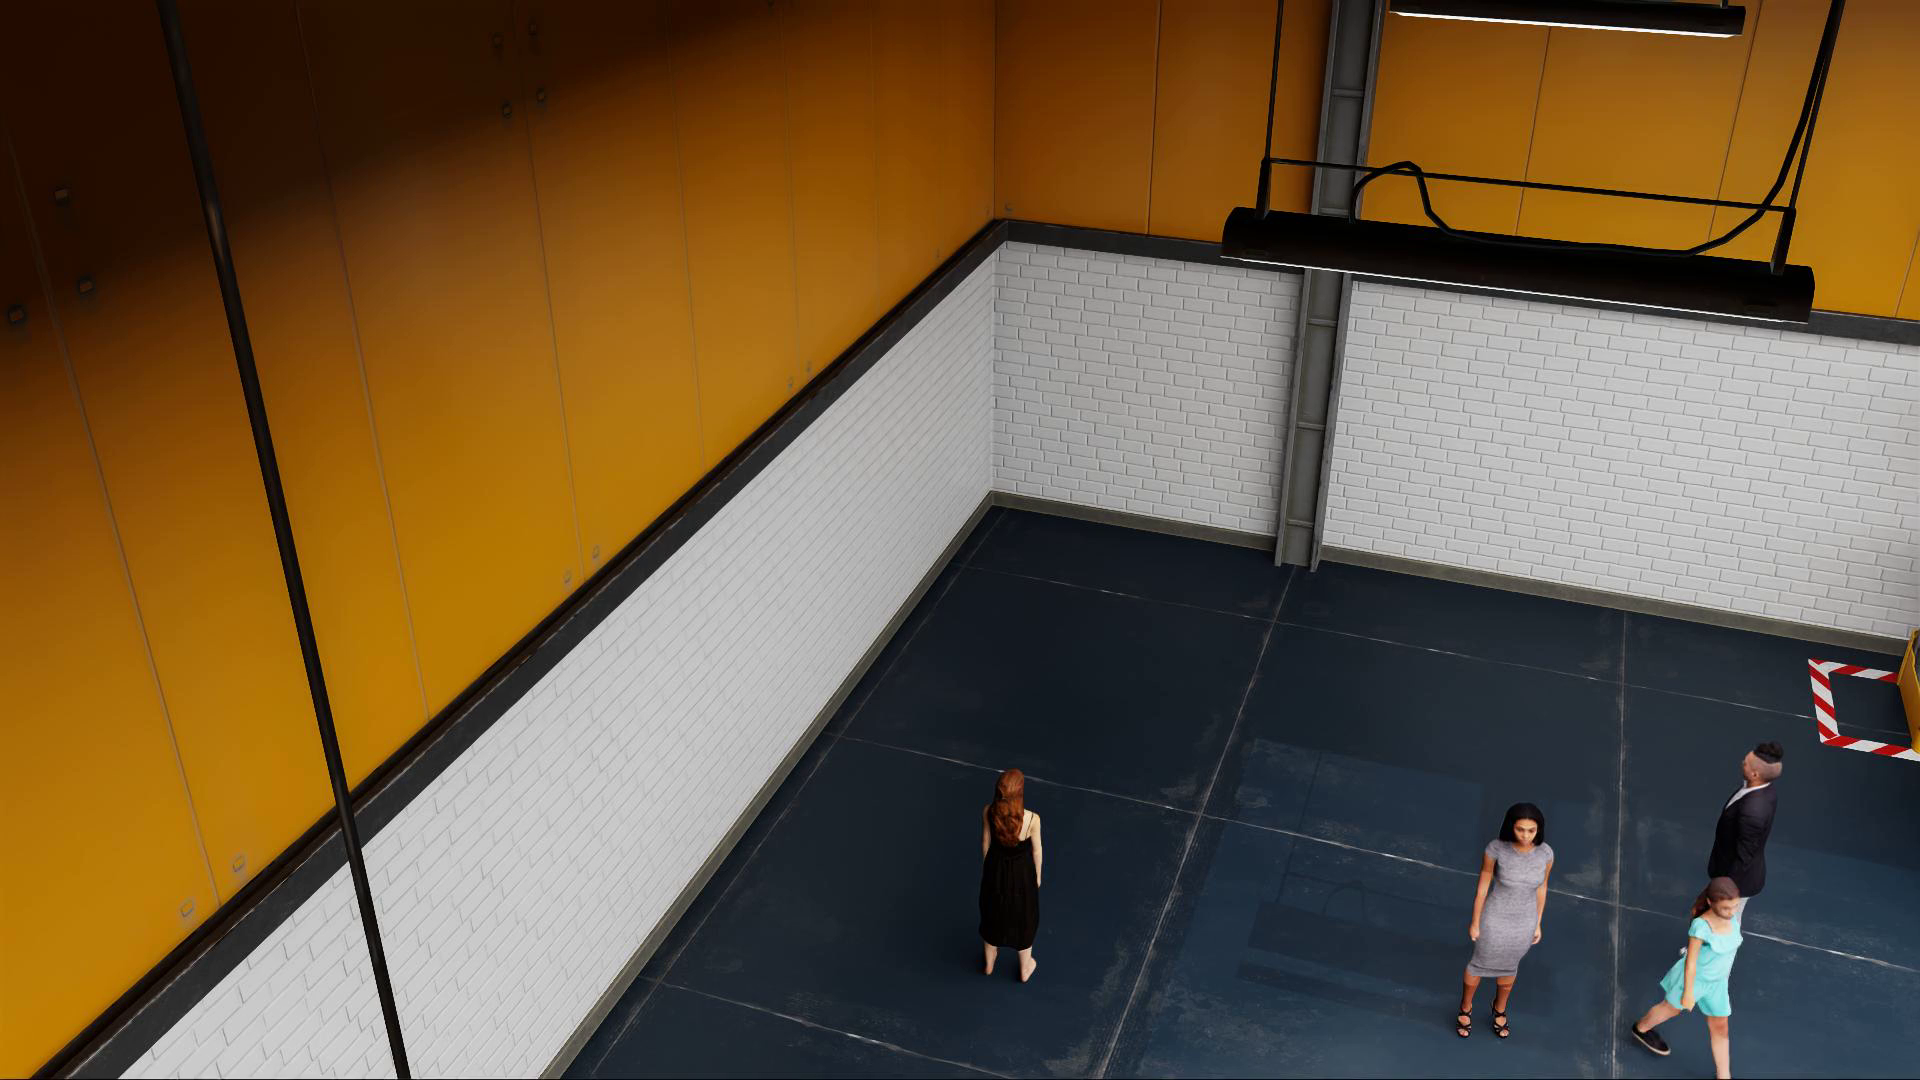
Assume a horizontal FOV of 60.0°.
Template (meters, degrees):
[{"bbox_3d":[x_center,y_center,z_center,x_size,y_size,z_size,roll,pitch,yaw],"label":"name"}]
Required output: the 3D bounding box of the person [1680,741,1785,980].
[{"bbox_3d":[4.989,2.084,10.641,0.650,1.957,0.735,15,32,25],"label":"person"}]

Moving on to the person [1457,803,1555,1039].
[{"bbox_3d":[3.379,2.367,10.305,0.555,1.781,0.709,1,29,3],"label":"person"}]

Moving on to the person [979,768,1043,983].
[{"bbox_3d":[0.318,2.179,10.815,0.512,1.623,0.628,8,30,14],"label":"person"}]

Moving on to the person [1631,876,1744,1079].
[{"bbox_3d":[4.423,2.630,10.105,0.985,1.510,1.095,-16,32,-27],"label":"person"}]
